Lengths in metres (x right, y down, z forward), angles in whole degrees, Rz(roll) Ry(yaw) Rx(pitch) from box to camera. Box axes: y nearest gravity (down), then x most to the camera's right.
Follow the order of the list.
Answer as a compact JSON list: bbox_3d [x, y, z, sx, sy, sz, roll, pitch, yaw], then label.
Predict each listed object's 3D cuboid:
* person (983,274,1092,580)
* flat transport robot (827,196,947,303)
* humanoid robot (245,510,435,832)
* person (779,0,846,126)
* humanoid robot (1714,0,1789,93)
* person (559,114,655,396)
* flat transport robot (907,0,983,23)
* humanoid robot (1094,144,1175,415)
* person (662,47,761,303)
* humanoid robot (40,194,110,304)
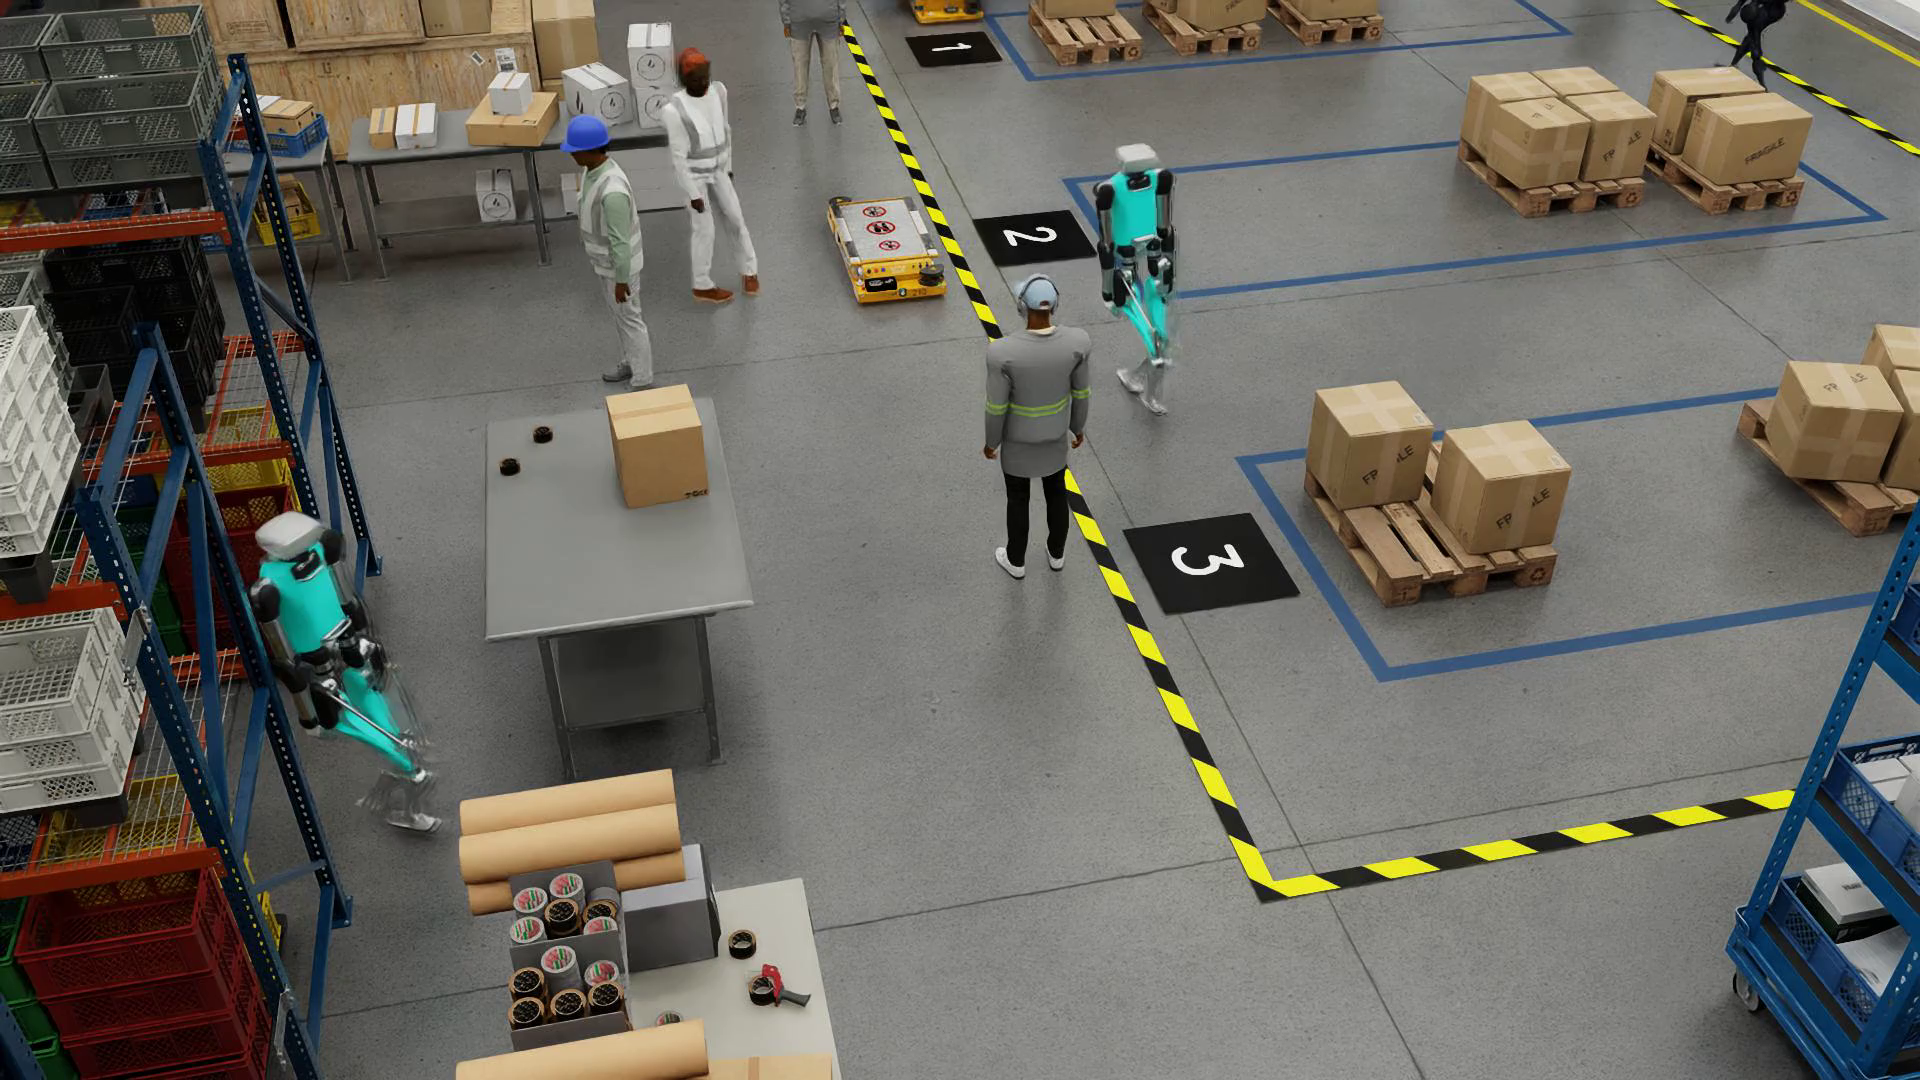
[{"bbox_3d":[0.402,-0.614,9.052,0.599,1.850,0.390,-10,38,-13],"label":"person"},{"bbox_3d":[-0.570,-2.220,12.538,0.659,0.231,1.431,-8,37,-10],"label":"flat transport robot"},{"bbox_3d":[-2.636,0.685,7.414,0.892,1.779,0.543,11,38,14],"label":"humanoid robot"},{"bbox_3d":[-1.256,-4.447,14.272,0.572,1.769,0.398,-4,37,-6],"label":"person"},{"bbox_3d":[7.209,-4.831,14.918,0.588,1.625,0.822,-15,39,-19],"label":"humanoid robot"},{"bbox_3d":[-2.216,-1.776,10.545,0.425,1.939,0.608,-15,39,-19],"label":"person"},{"bbox_3d":[-0.237,-5.680,17.165,0.652,0.197,1.431,-8,37,-10],"label":"flat transport robot"},{"bbox_3d":[1.187,-1.532,10.370,0.530,1.742,0.911,-17,40,-21],"label":"humanoid robot"},{"bbox_3d":[-1.748,-2.538,11.627,0.423,1.865,0.621,26,44,31],"label":"person"},{"bbox_3d":[-5.808,-1.814,10.821,0.566,1.633,0.609,-14,39,-18],"label":"humanoid robot"}]
